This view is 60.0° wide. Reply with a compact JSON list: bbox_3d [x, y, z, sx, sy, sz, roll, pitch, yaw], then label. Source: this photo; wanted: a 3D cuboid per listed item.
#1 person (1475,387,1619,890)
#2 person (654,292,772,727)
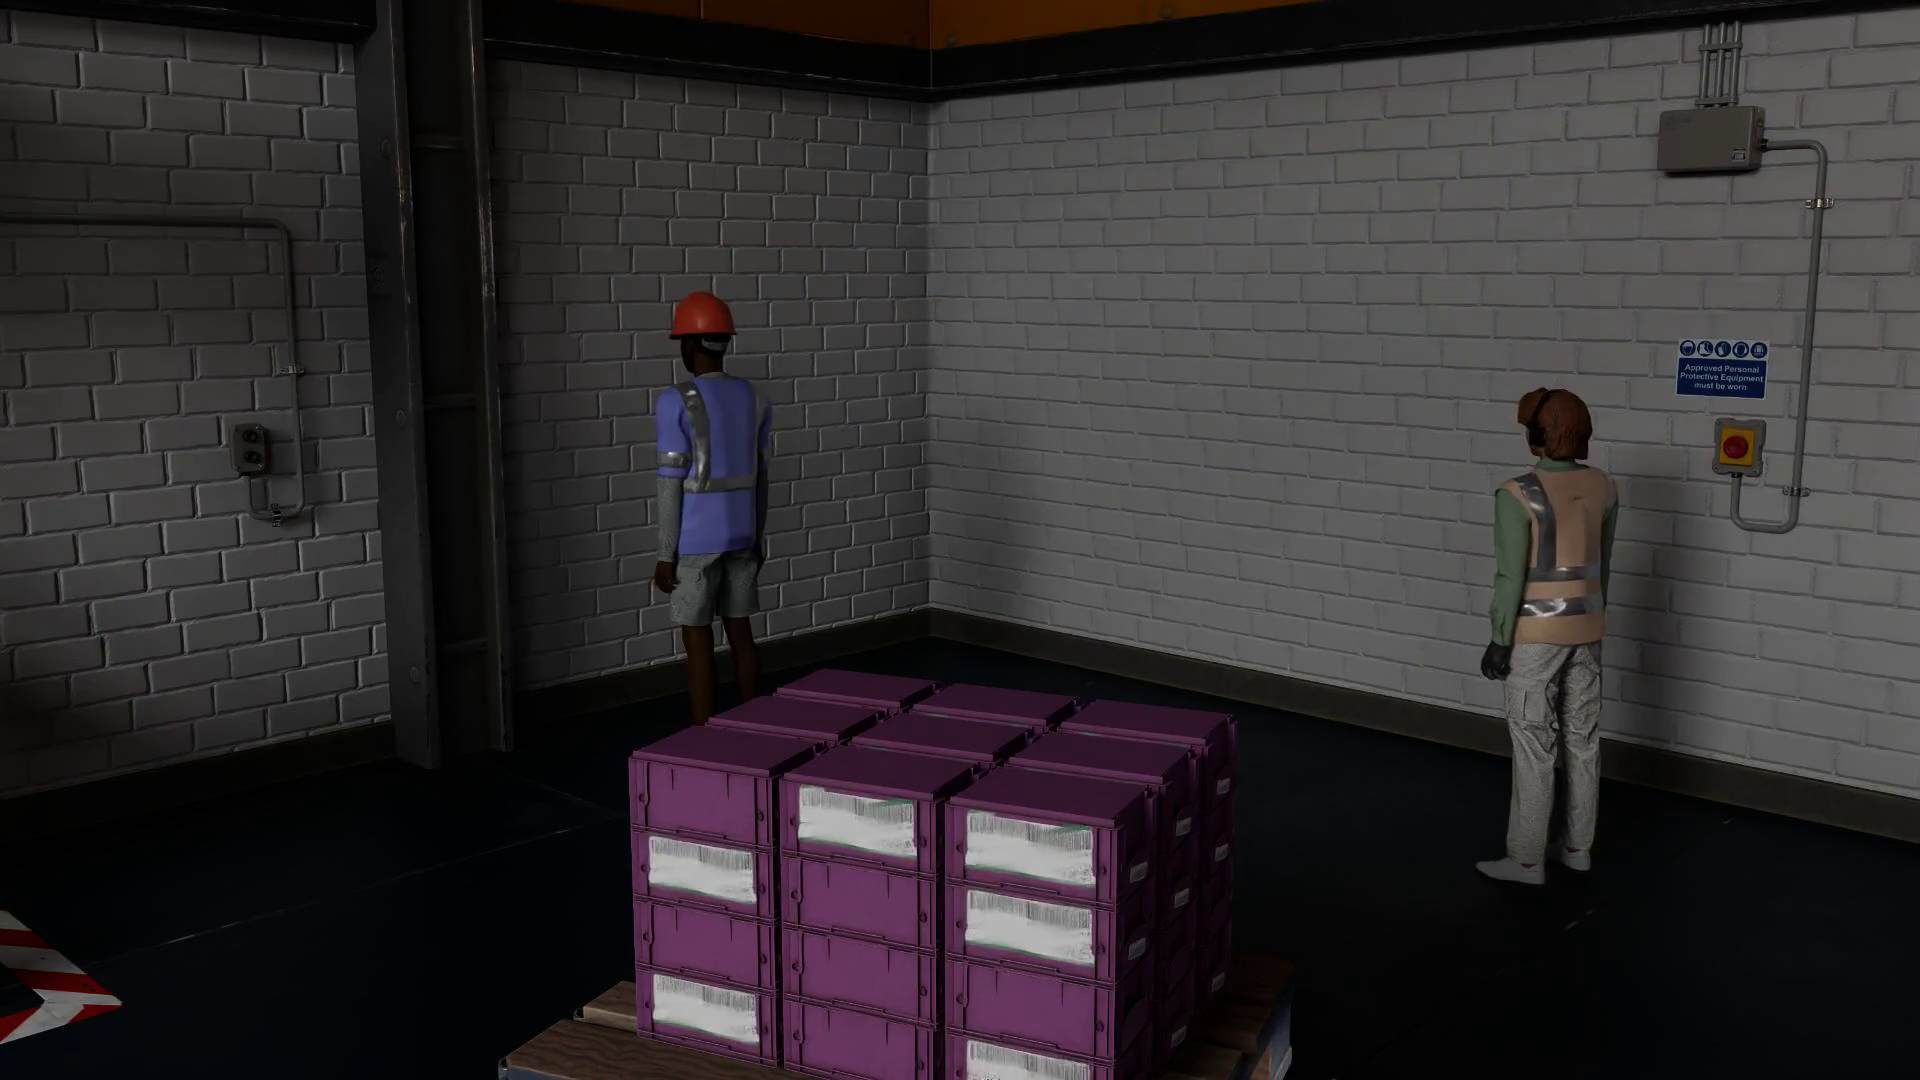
[{"bbox_3d":[1.925,0.324,5.446,0.515,1.641,0.315,-5,10,-28],"label":"person"},{"bbox_3d":[-0.998,-0.009,6.610,0.383,1.932,0.540,8,12,39],"label":"person"}]
